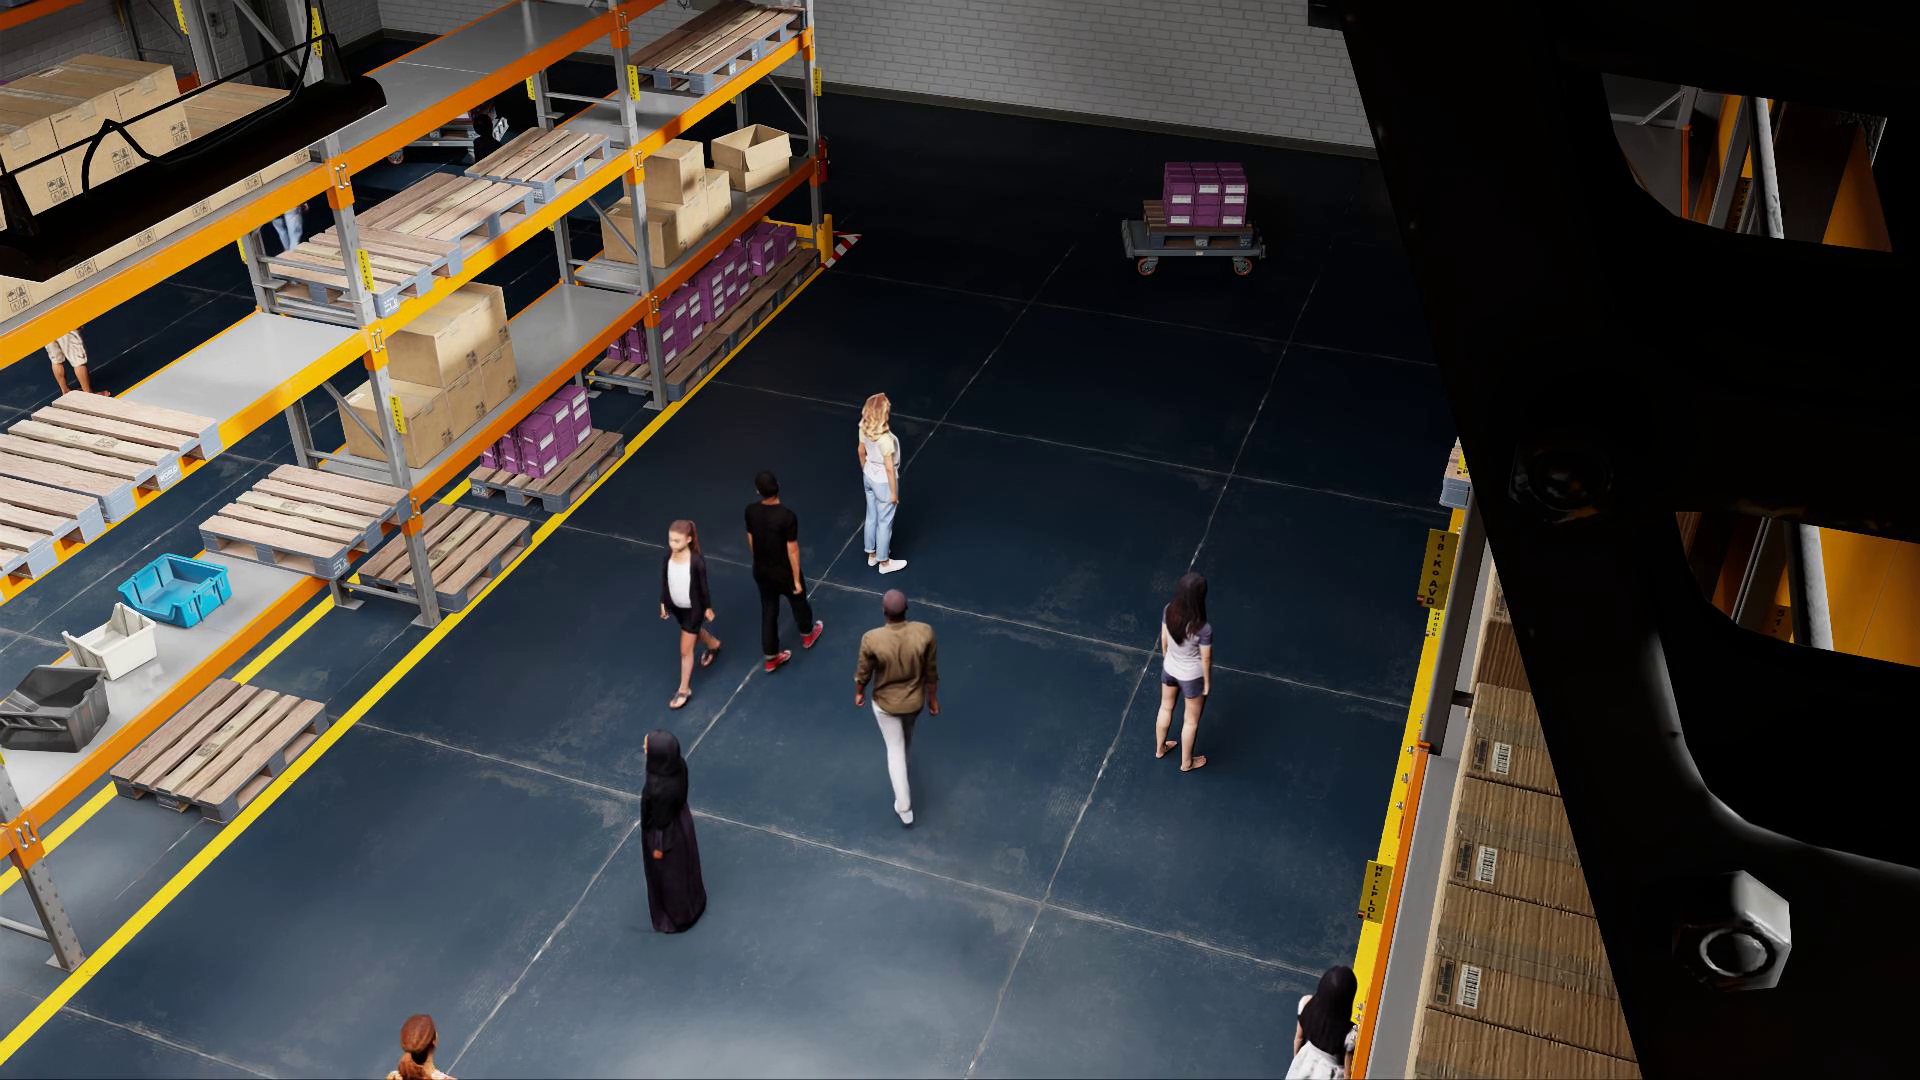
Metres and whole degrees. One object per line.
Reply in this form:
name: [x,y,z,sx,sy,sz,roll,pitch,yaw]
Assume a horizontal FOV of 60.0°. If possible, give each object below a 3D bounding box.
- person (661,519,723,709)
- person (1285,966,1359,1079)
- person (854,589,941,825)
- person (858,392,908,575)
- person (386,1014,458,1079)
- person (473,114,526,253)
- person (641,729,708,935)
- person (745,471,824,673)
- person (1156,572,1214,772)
person: [-2.093,0.472,13.034,0.606,1.526,1.054,14,36,20]
person: [1.961,2.980,9.042,0.797,1.769,0.774,-25,41,-33]
person: [-0.413,1.198,11.708,1.167,1.784,1.295,-9,35,-14]
person: [-0.690,-0.496,14.313,0.724,1.722,0.714,-23,40,-31]
person: [-2.769,3.310,8.605,0.695,1.702,1.271,9,35,13]
person: [-5.616,-4.306,20.064,0.581,1.702,0.559,8,34,12]
person: [-1.899,1.868,10.854,0.710,1.614,0.598,3,34,5]
person: [-1.494,0.302,13.114,0.716,1.720,0.939,16,37,22]
person: [1.643,0.946,12.157,0.663,1.706,0.671,-29,43,-36]
